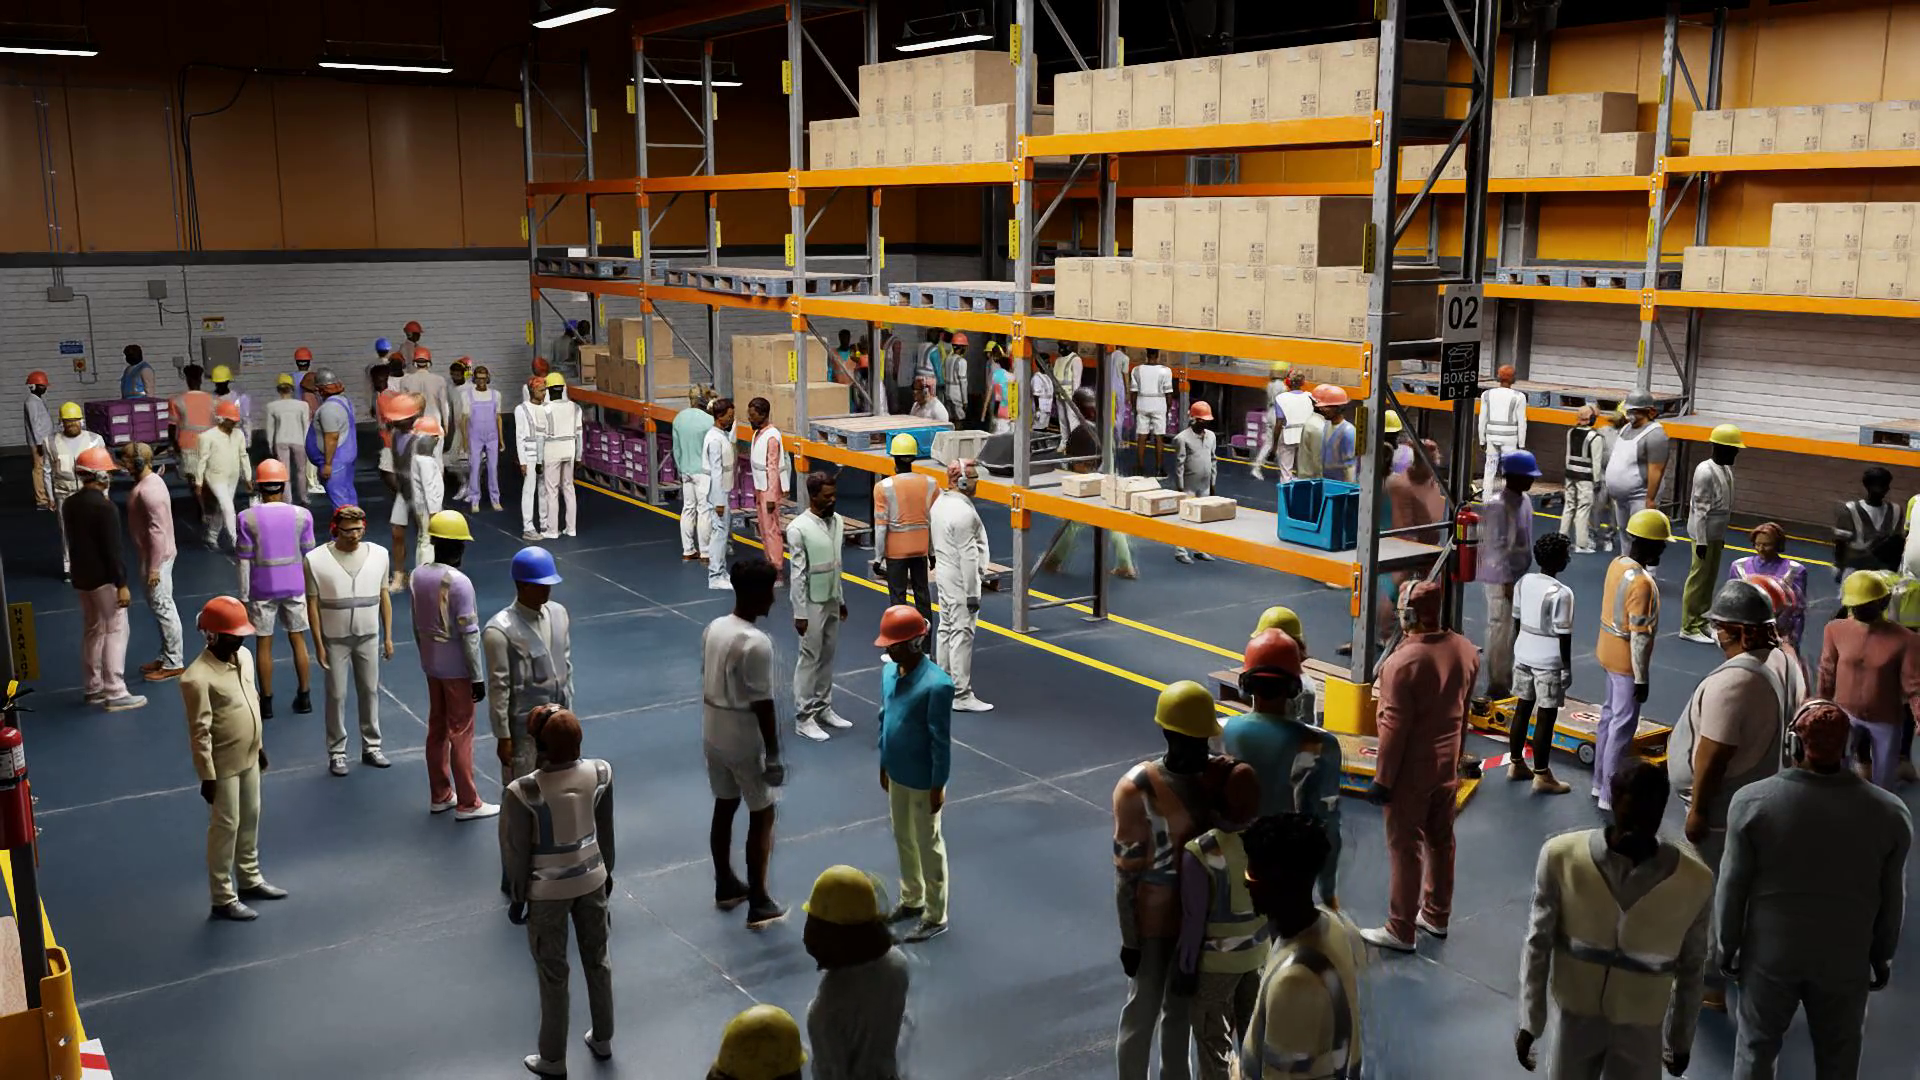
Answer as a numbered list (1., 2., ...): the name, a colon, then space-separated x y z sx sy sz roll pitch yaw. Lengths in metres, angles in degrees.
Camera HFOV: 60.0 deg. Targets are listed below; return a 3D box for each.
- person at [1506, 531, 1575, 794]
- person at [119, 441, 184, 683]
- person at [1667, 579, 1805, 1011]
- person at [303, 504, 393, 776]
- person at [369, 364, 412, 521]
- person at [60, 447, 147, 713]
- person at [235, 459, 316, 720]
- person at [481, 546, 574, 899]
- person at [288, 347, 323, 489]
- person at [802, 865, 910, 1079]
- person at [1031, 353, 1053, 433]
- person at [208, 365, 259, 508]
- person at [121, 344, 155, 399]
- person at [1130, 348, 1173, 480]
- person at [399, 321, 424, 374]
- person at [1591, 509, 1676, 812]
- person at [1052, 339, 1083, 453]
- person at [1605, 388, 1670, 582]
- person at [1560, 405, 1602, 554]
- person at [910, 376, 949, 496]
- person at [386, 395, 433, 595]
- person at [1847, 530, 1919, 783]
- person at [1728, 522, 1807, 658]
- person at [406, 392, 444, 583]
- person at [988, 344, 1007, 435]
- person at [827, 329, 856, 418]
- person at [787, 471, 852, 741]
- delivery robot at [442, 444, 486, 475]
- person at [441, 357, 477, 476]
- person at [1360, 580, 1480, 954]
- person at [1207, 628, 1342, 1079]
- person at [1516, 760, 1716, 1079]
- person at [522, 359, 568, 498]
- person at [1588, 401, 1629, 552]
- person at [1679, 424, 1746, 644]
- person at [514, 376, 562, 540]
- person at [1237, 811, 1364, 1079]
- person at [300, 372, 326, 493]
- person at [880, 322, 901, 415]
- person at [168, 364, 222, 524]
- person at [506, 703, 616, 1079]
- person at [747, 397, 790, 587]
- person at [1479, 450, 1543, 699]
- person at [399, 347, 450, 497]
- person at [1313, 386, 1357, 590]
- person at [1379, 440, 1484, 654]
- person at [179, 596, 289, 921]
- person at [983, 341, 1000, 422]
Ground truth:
1. person: 3.767 0.782 10.734 0.315 1.695 0.541 -3 12 -17
2. person: -6.433 0.167 13.261 0.353 1.936 0.635 -6 13 -28
3. person: 3.610 1.174 7.846 0.682 2.000 0.535 -9 14 -38
4. person: -4.048 0.655 11.060 0.561 1.828 0.422 -9 14 -37
5. person: -6.849 -1.156 20.091 0.583 1.916 0.650 0 11 1
6. person: -6.456 0.294 12.507 0.629 1.978 0.413 7 13 30
7. person: -5.056 0.358 12.330 0.552 1.923 0.390 -7 13 -31
8. person: -2.321 0.984 9.076 0.410 1.938 0.606 6 13 28
9. person: -8.840 -1.642 22.520 0.549 1.936 0.377 -4 12 -20
10. person: -0.304 1.848 5.288 0.935 1.695 0.486 9 14 38
11. person: 1.213 -1.914 24.533 0.316 1.696 0.540 4 12 21
12. person: -9.014 -1.236 20.578 0.608 1.894 0.767 -1 11 -6
13. person: -11.980 -1.933 24.263 0.621 1.842 0.429 8 14 37
14. person: 2.696 -1.828 23.403 0.629 1.964 0.362 4 12 21
15. person: -8.934 -2.582 27.213 0.412 1.986 0.616 1 11 6
16. person: 4.174 0.749 10.340 0.402 1.918 0.591 1 11 7
17. person: 1.648 -2.243 25.879 0.431 1.836 0.624 -7 13 -30
18. person: 6.650 -0.502 16.422 0.537 2.000 0.689 -1 11 -6
19. person: 6.848 -0.667 18.325 0.315 1.631 0.509 -4 12 -19
20. person: -0.396 -0.907 18.848 0.399 1.905 0.642 -7 13 -32
21. person: -5.360 -0.432 16.216 0.612 1.981 0.861 6 12 27
22. person: 6.084 0.769 10.878 0.547 1.656 0.596 -4 12 -20
23. person: 5.509 0.680 11.424 0.521 1.631 0.324 9 14 39
24. person: -5.429 -0.523 16.792 0.379 1.940 0.629 3 12 17
25. person: 0.634 -1.944 24.296 0.408 1.844 0.666 4 12 19
26. person: -1.815 -2.386 26.377 0.597 1.916 0.371 0 11 1
27. person: -1.012 0.451 11.861 0.377 1.916 0.600 6 12 27
28. delivery robot: -6.946 -1.108 23.096 0.707 0.478 0.477 0 11 0
29. person: -7.093 -1.765 23.808 0.609 1.674 0.908 0 11 1
30. person: 2.298 1.133 8.412 0.639 1.903 0.406 -8 14 -36
31. person: 1.267 1.366 6.893 0.615 2.034 0.406 5 12 26
32. person: 2.276 1.650 5.822 0.601 1.881 0.898 4 12 20
33. person: -5.470 -1.479 21.963 0.598 1.824 1.013 -4 12 -21
34. person: 7.191 -0.694 18.255 0.518 1.707 0.510 6 13 29
35. person: 6.550 -0.057 14.465 0.396 1.918 0.586 10 15 42
36. person: -4.850 -0.944 19.102 0.358 1.880 0.575 7 13 30
37. person: 0.980 1.769 5.050 0.550 1.947 0.632 3 11 13
38. person: -8.664 -1.437 22.277 0.277 1.627 0.503 -2 11 -10
39. person: -1.310 -3.108 30.316 0.403 1.824 0.594 -8 14 -36
40. person: -9.231 -1.169 20.130 0.619 1.935 0.906 -9 14 -39
41. person: -1.706 1.503 7.179 0.518 1.645 0.307 -10 15 -43
42. person: -1.931 -0.480 16.666 0.410 1.908 0.598 -4 12 -21
43. person: 4.212 0.271 12.747 0.449 1.940 0.641 11 15 43
44. person: -7.025 -1.534 21.853 0.617 1.986 0.408 -4 12 -17
45. person: 3.722 -0.517 16.536 0.429 2.032 0.608 -2 11 -9
46. person: 3.895 0.097 13.821 0.653 1.857 1.008 -8 13 -34
47. person: -3.834 1.143 8.784 0.351 1.738 0.573 1 11 6
48. person: 0.502 -2.202 25.825 0.310 1.768 0.533 1 11 3
